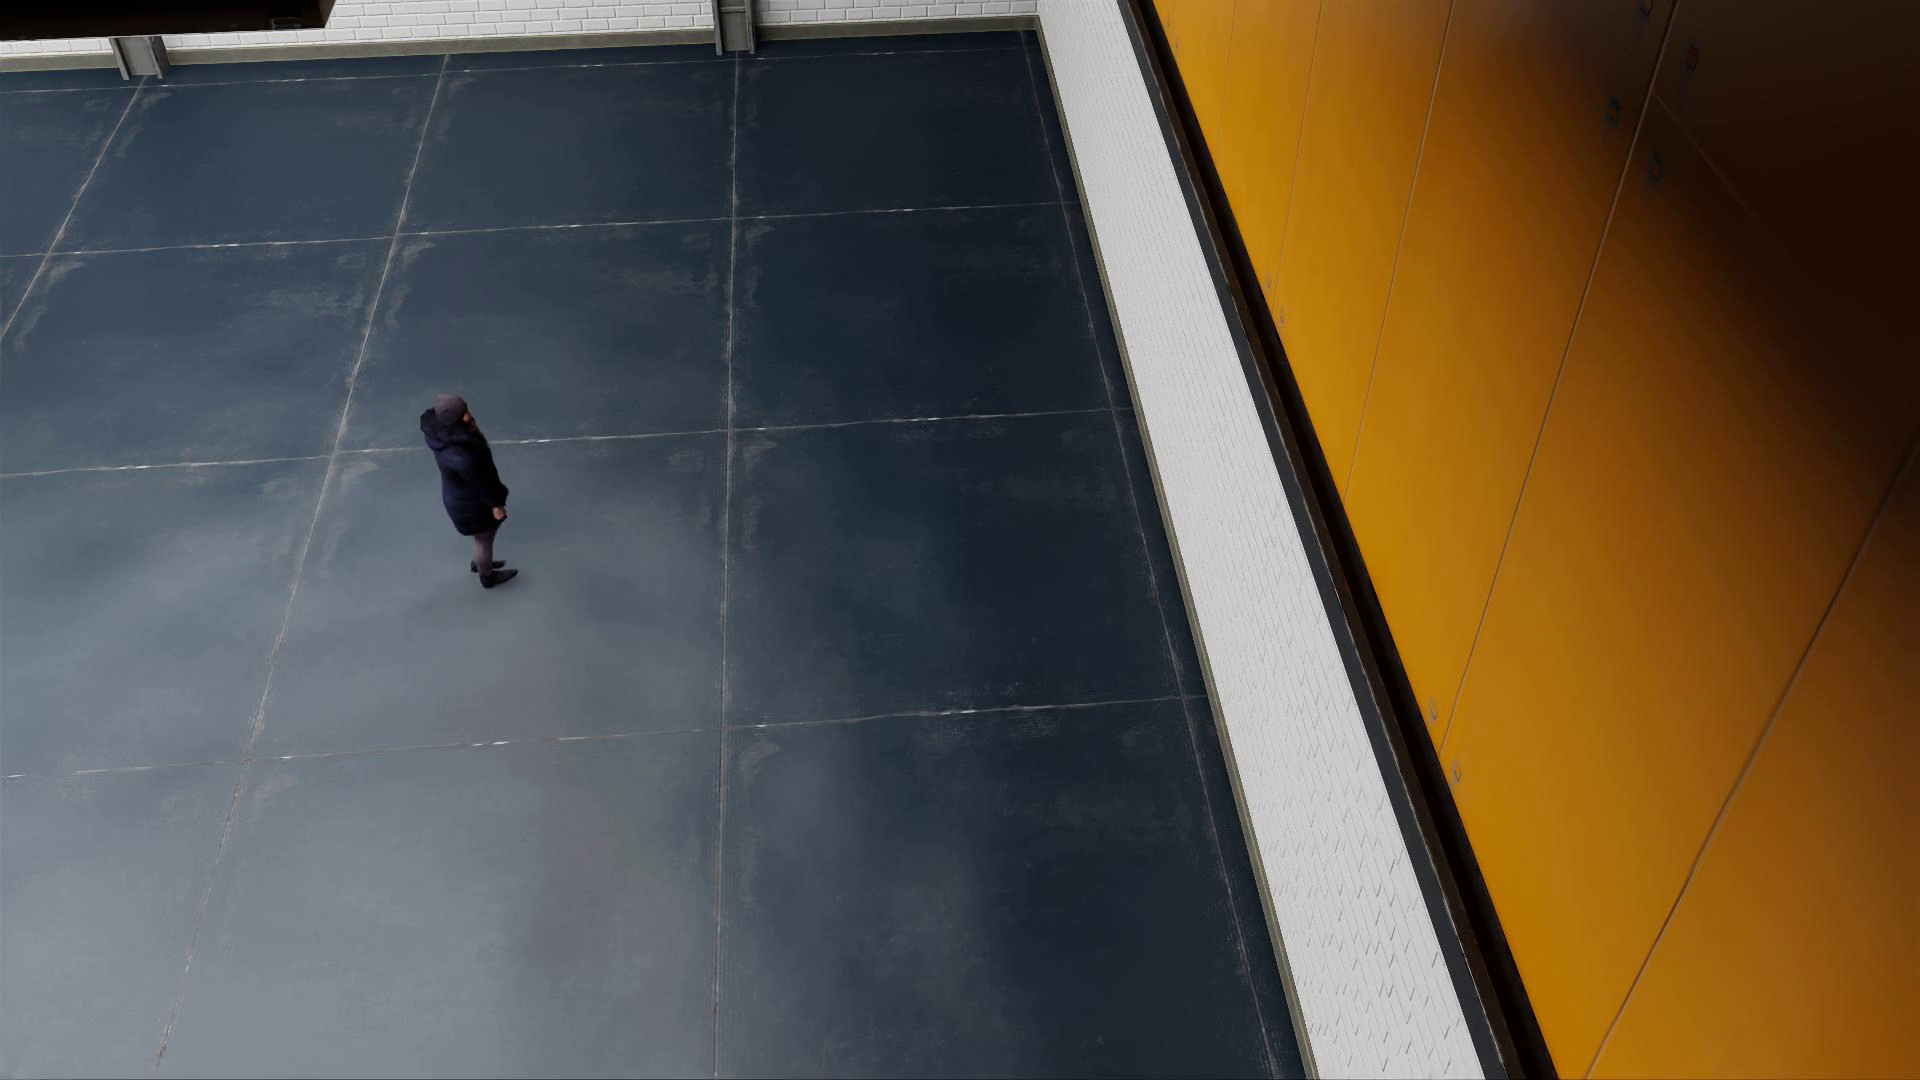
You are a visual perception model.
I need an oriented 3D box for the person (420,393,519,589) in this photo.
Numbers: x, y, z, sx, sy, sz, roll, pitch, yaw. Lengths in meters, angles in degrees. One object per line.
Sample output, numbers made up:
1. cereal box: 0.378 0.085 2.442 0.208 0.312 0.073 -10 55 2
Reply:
1. person: -3.320 -0.281 11.067 0.783 1.670 0.764 -19 47 -18
